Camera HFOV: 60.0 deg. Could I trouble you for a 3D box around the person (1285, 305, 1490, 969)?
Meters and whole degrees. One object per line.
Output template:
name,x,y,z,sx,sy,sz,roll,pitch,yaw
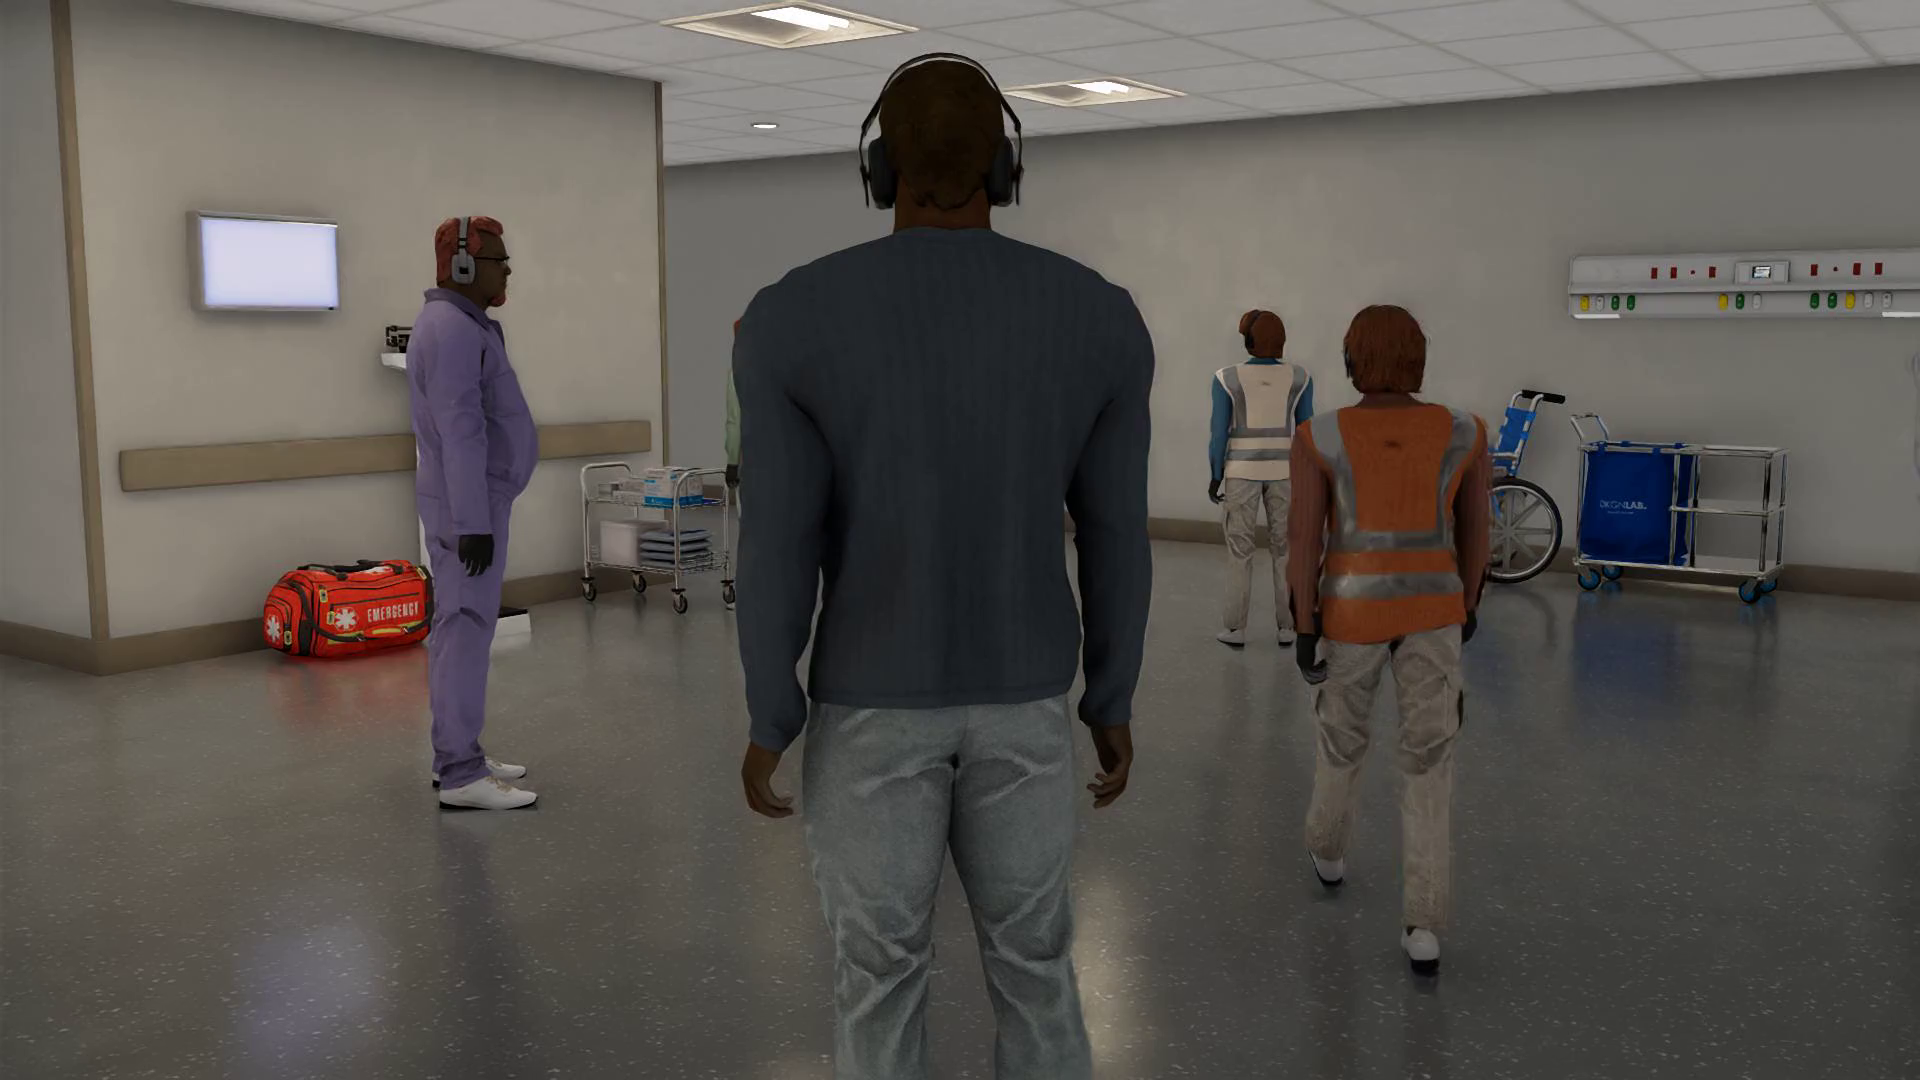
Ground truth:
person,1.083,0.211,4.240,0.529,1.595,0.875,1,7,5

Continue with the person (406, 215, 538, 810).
person,-1.576,-0.091,5.423,0.402,1.906,0.652,-2,7,-19

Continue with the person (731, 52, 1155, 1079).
person,-0.022,0.254,2.518,0.638,1.936,0.356,-2,7,-14

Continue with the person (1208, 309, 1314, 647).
person,1.463,-0.294,8.095,0.522,1.645,0.306,0,7,-4
